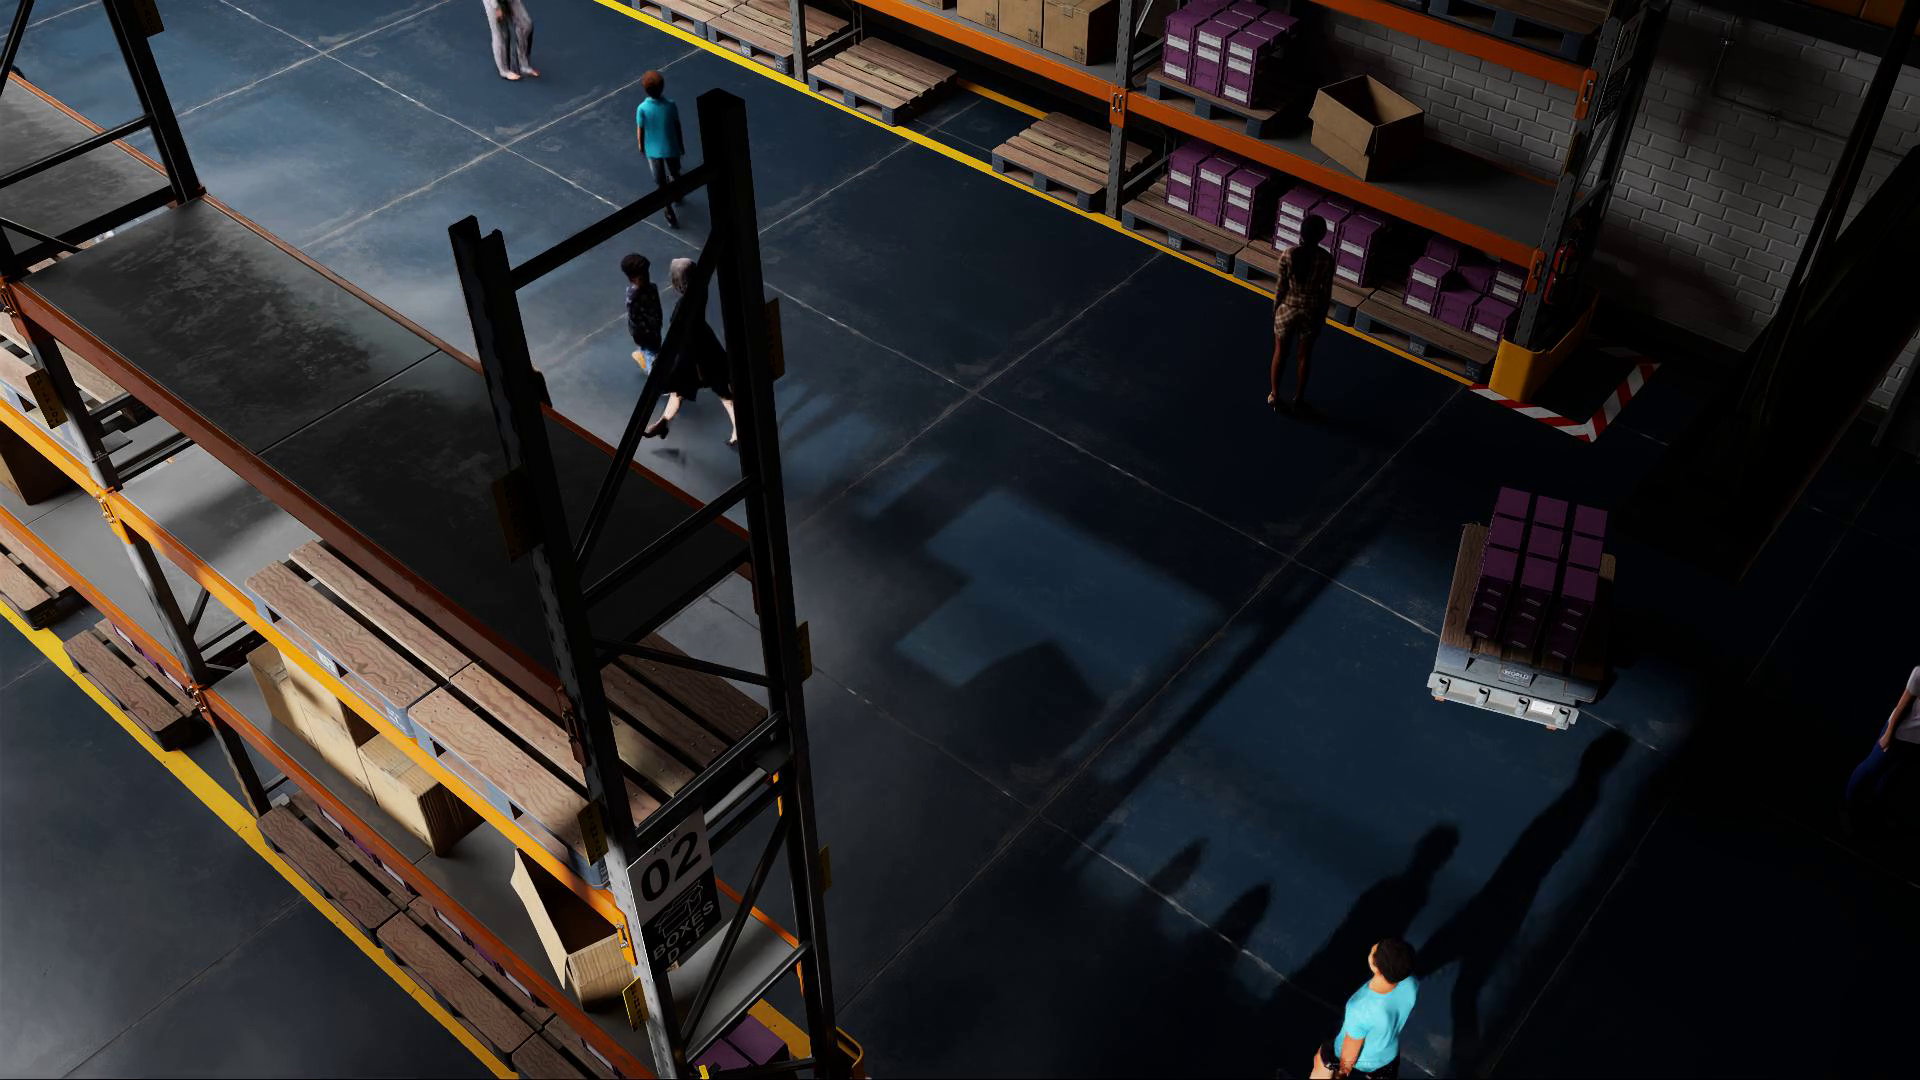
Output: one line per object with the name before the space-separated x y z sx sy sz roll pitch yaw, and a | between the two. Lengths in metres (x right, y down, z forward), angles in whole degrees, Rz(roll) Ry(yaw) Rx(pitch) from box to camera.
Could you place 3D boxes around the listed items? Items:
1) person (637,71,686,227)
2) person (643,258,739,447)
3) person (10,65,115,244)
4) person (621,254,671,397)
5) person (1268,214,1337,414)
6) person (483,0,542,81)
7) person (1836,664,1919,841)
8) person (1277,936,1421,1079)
person | -2.653 -3.480 14.882 0.802 1.427 0.949 -14 45 -14
person | -1.868 -1.351 12.444 1.189 1.709 1.014 3 44 4
person | -7.937 -3.323 14.524 1.207 1.695 0.764 21 48 21
person | -2.522 -1.723 13.174 0.703 1.240 0.527 26 49 25
person | 2.606 -1.719 12.768 0.625 1.795 0.731 10 44 10
person | -4.702 -5.464 16.726 0.761 1.757 0.711 16 46 16
person | 5.650 1.131 9.856 0.678 1.685 0.717 -7 44 -8
person | 2.100 2.599 8.278 0.827 1.736 1.222 -26 50 -25
